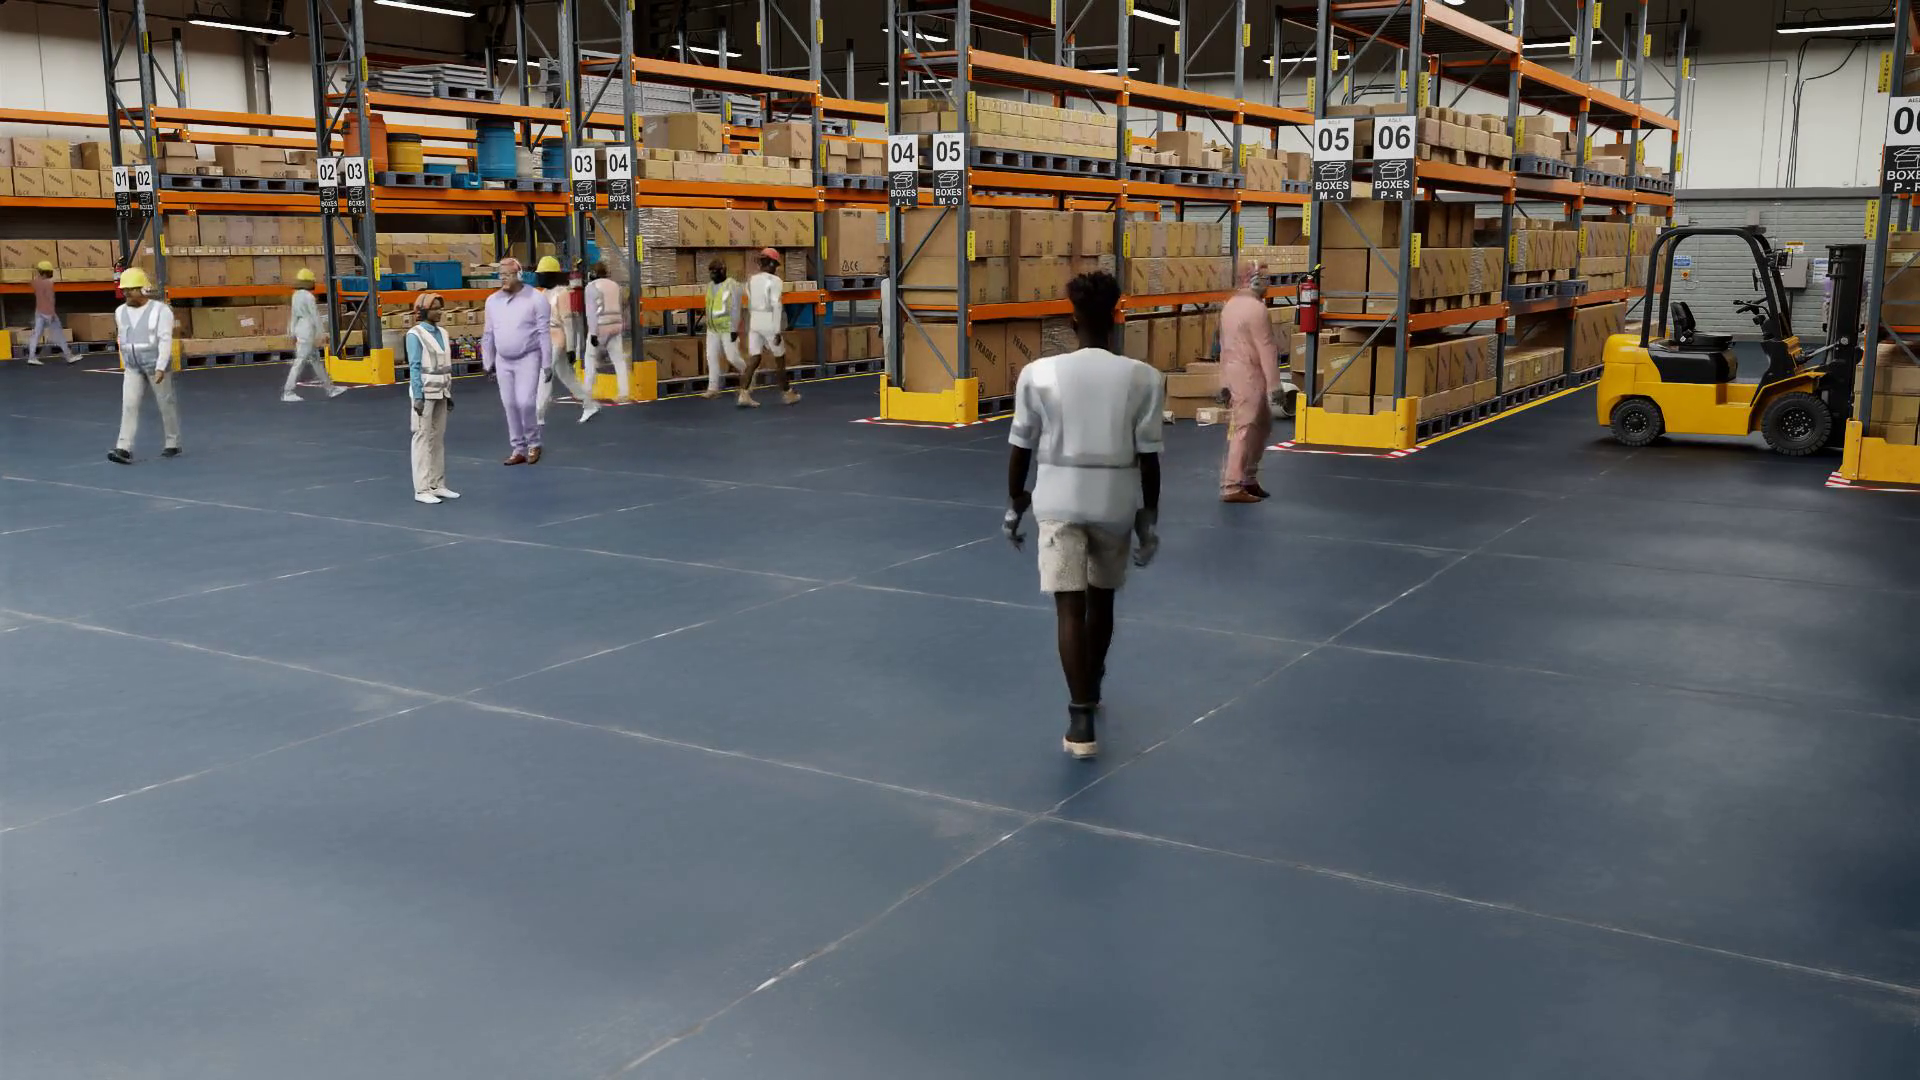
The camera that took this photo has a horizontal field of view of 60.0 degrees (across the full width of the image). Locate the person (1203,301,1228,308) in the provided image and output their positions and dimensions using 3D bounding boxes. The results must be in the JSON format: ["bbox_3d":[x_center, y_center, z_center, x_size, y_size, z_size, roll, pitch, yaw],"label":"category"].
[{"bbox_3d":[4.811,-4.426,31.022,0.406,1.856,0.530,-9,14,-42],"label":"person"}]

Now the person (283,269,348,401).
[{"bbox_3d":[-8.409,-2.651,21.519,0.493,1.691,0.936,10,14,43],"label":"person"}]

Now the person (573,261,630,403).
[{"bbox_3d":[-4.587,-2.643,21.181,0.935,1.787,0.639,7,12,35],"label":"person"}]

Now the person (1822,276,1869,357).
[{"bbox_3d":[12.685,-3.178,23.843,0.588,1.918,0.397,2,10,9],"label":"person"}]

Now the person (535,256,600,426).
[{"bbox_3d":[-4.480,-2.219,18.544,0.975,1.886,0.596,-7,12,-33],"label":"person"}]

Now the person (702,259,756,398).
[{"bbox_3d":[-3.070,-2.778,21.882,0.627,1.818,0.751,6,12,32],"label":"person"}]

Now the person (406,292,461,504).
[{"bbox_3d":[-4.147,-1.115,13.051,0.315,1.641,0.514,2,10,12],"label":"person"}]

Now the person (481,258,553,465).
[{"bbox_3d":[-4.045,-1.609,15.123,0.668,1.887,0.446,3,11,16],"label":"person"}]

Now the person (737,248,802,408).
[{"bbox_3d":[-2.390,-2.616,20.540,0.658,1.972,1.053,8,13,38],"label":"person"}]

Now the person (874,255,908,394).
[{"bbox_3d":[-0.909,-2.870,22.237,0.513,1.875,0.328,8,13,37],"label":"person"}]

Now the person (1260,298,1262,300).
[{"bbox_3d":[5.179,-4.312,30.282,0.599,1.892,0.899,7,13,36],"label":"person"}]

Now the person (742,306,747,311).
[{"bbox_3d":[-4.804,-5.355,36.104,0.991,1.880,0.569,-6,12,-30],"label":"person"}]

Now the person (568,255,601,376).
[{"bbox_3d":[-5.845,-3.428,25.434,0.599,1.850,0.881,10,14,43],"label":"person"}]

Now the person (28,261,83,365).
[{"bbox_3d":[-15.219,-3.782,27.763,0.542,1.712,0.902,6,12,29],"label":"person"}]

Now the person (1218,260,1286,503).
[{"bbox_3d":[2.320,-1.218,12.948,0.595,1.888,0.649,-1,10,-6],"label":"person"}]

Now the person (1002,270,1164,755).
[{"bbox_3d":[0.505,-0.136,6.817,0.627,1.917,0.995,-1,10,-4],"label":"person"}]

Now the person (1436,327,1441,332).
[{"bbox_3d":[9.562,-4.995,33.944,0.657,1.939,0.546,-5,11,-27],"label":"person"}]

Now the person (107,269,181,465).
[{"bbox_3d":[-7.532,-1.590,15.308,0.591,1.780,0.902,1,10,4],"label":"person"}]
